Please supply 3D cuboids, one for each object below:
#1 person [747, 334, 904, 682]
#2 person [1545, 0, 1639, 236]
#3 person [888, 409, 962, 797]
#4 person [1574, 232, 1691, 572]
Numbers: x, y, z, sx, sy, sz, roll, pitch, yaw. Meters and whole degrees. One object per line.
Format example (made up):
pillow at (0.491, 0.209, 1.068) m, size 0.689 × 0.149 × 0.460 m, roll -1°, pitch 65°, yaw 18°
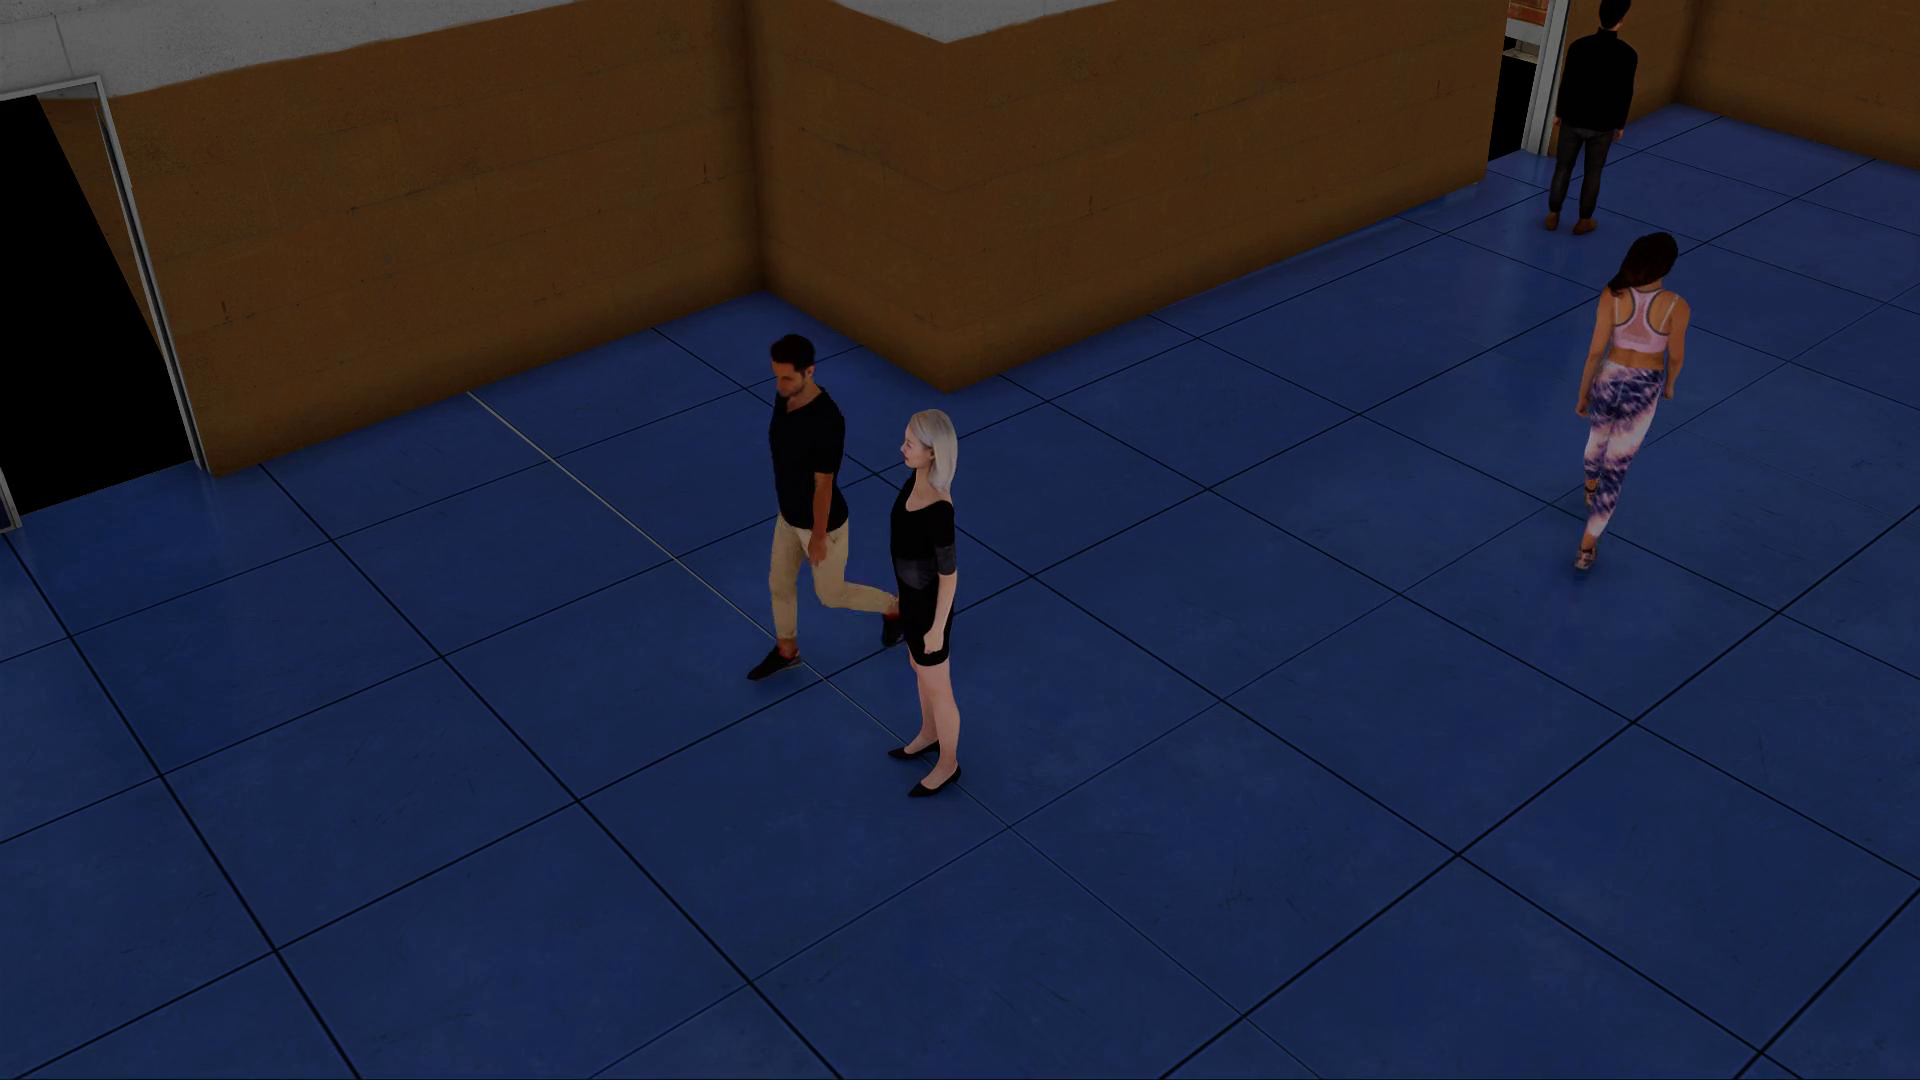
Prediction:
person at (-0.576, -0.123, 7.455) m, size 0.699 × 1.816 × 0.940 m, roll -22°, pitch 39°, yaw -29°
person at (4.535, -3.057, 11.974) m, size 0.600 × 1.722 × 0.775 m, roll 17°, pitch 37°, yaw 24°
person at (-0.136, 0.272, 6.873) m, size 0.712 × 1.830 × 0.565 m, roll -10°, pitch 35°, yaw -14°
person at (3.322, -0.659, 8.374) m, size 1.161 × 1.716 × 0.903 m, roll 19°, pitch 38°, yaw 26°
